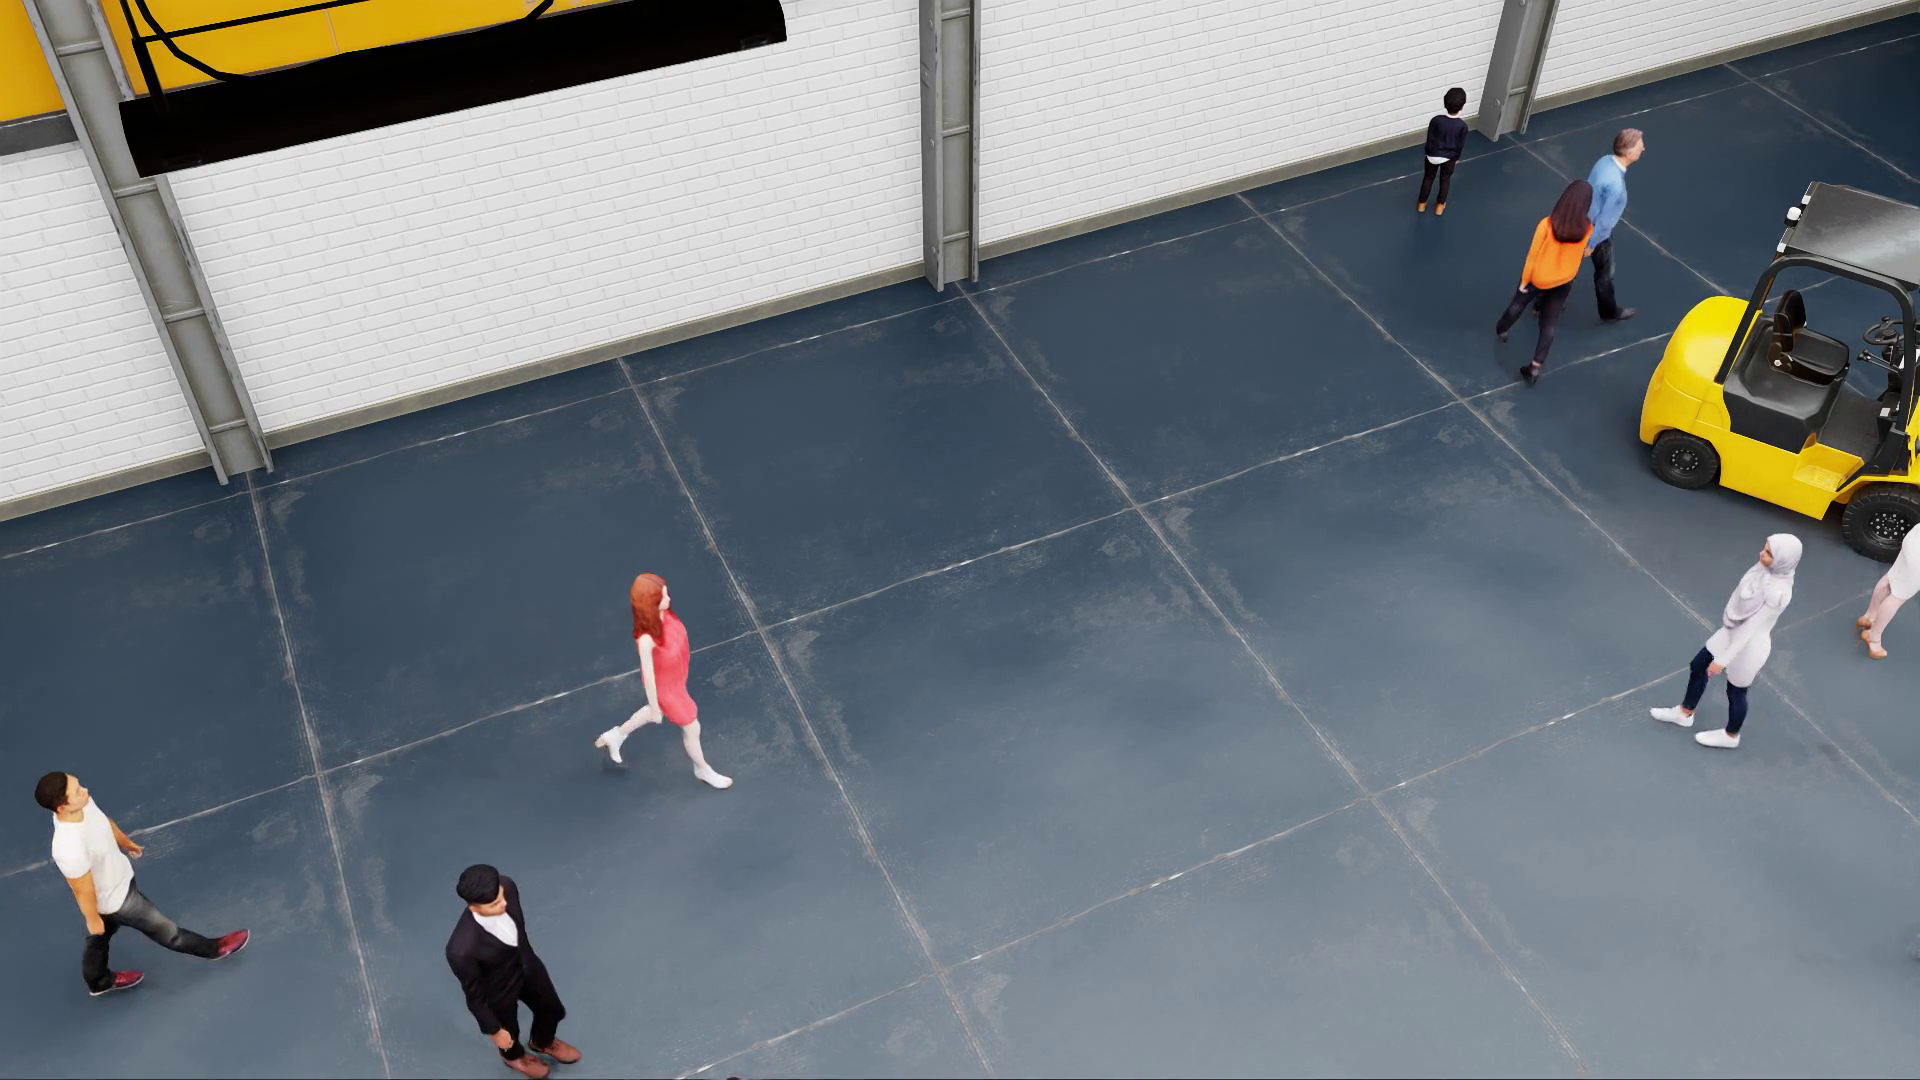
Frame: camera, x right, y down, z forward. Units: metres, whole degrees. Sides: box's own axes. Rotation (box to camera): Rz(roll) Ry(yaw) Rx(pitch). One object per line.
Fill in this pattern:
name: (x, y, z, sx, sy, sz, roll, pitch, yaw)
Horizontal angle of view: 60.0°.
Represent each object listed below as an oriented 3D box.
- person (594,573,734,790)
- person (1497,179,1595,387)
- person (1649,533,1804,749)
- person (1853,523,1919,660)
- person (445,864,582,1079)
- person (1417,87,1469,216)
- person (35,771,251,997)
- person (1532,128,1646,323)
person: (-1.853, 0.869, 10.010, 1.178, 1.801, 0.968, 4, 44, 4)
person: (4.664, -1.978, 13.065, 1.032, 1.710, 0.929, -5, 44, -5)
person: (4.923, 0.667, 10.254, 0.931, 1.756, 0.857, 7, 44, 7)
person: (6.268, 0.063, 10.862, 0.668, 1.793, 0.625, 11, 45, 11)
person: (-2.421, 2.216, 8.551, 0.901, 1.862, 0.823, 18, 47, 18)
person: (4.363, -3.515, 15.031, 0.567, 1.223, 0.638, 10, 45, 11)
person: (-4.684, 1.903, 8.955, 1.105, 1.758, 0.649, -17, 46, -17)
person: (5.096, -2.556, 13.621, 1.166, 1.778, 0.947, 0, 44, 0)
